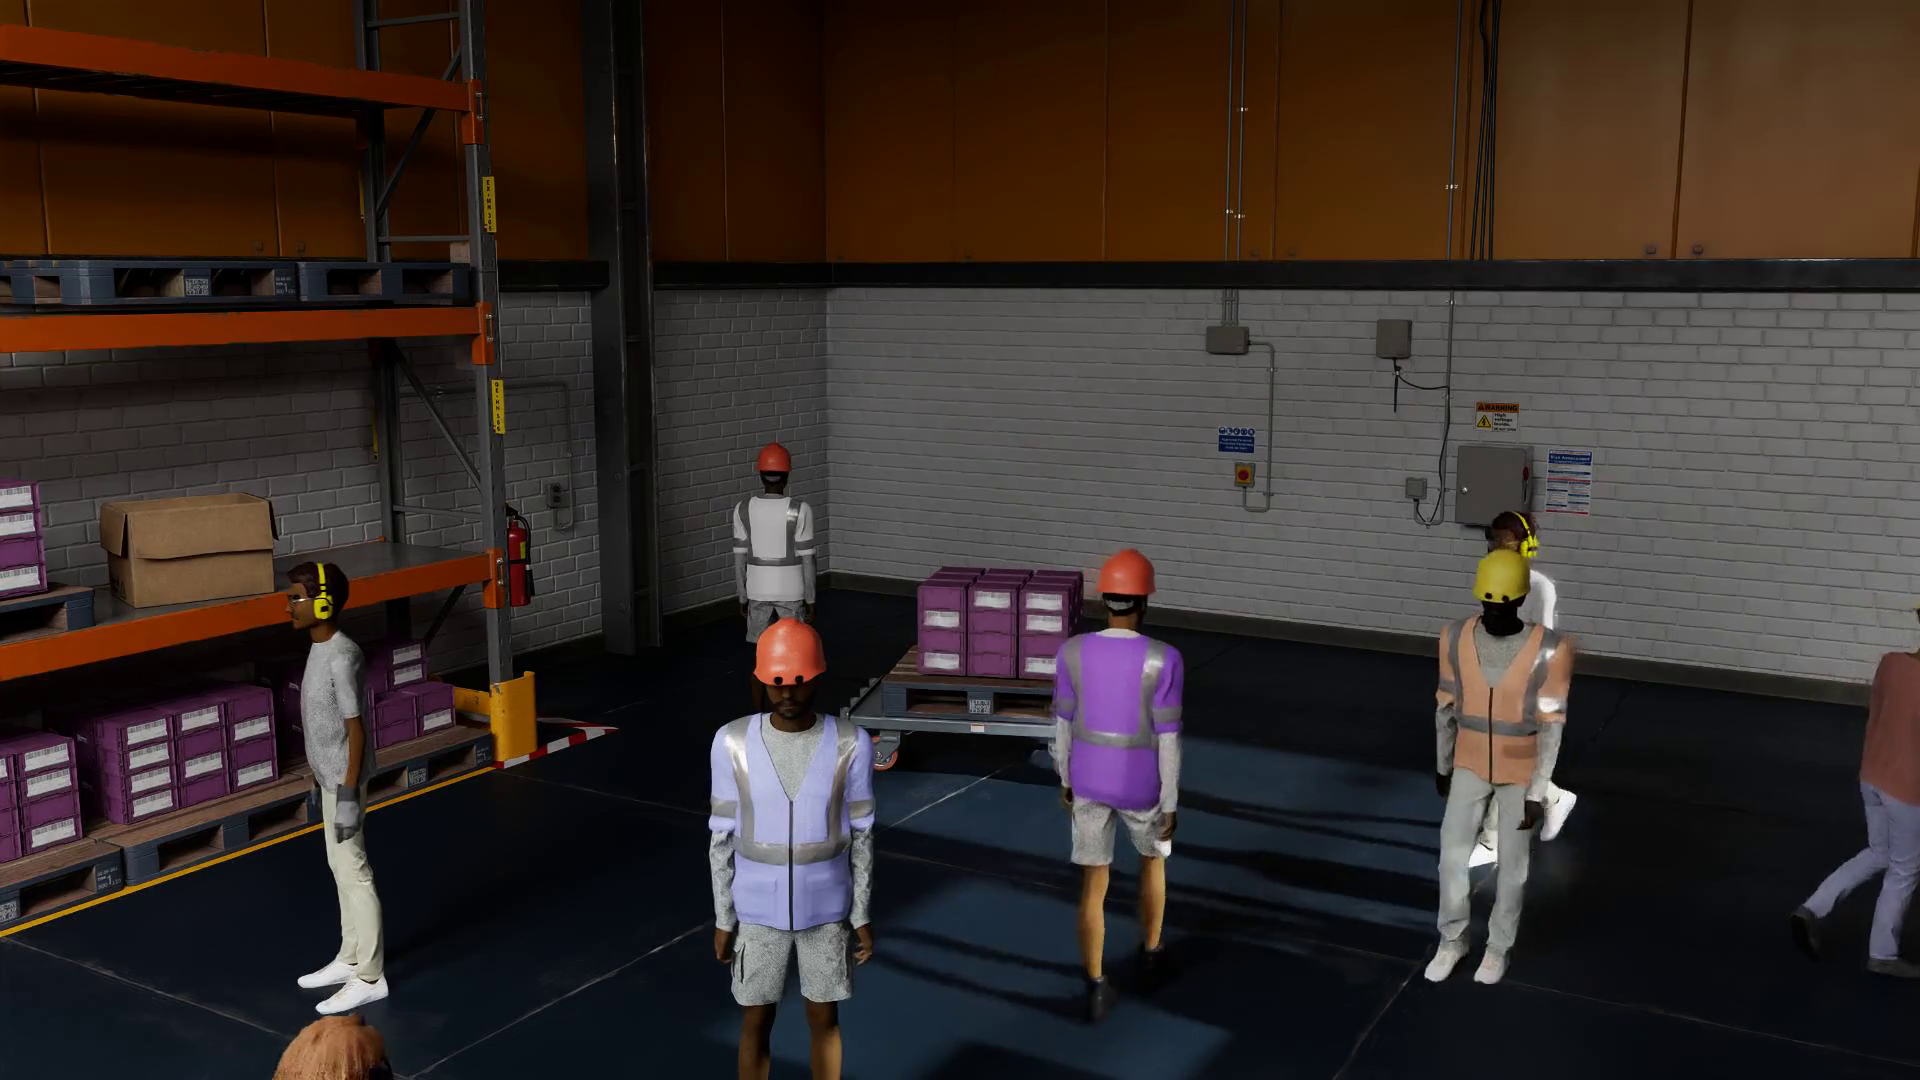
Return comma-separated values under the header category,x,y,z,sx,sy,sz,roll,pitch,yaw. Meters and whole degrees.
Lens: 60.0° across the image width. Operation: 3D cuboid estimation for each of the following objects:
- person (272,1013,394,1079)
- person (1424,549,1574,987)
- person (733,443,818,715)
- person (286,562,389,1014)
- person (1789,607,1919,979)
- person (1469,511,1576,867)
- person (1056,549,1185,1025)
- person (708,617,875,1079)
category,x,y,z,sx,sy,sz,roll,pitch,yaw
person,-1.203,1.717,3.307,0.842,1.588,0.509,-8,12,-42
person,2.242,0.972,6.978,0.581,1.901,0.575,6,11,34
person,-1.189,0.338,10.838,0.552,1.935,0.361,2,9,10
person,-2.580,1.014,6.857,0.335,1.862,0.521,-5,10,-29
person,3.933,1.056,7.011,0.576,1.734,0.561,-1,9,-3
person,2.877,0.748,8.561,0.782,1.845,0.523,-3,10,-19
person,0.675,0.980,6.891,0.563,1.905,0.793,3,10,20
person,-0.544,1.201,5.442,0.542,1.939,0.368,-1,9,-5
